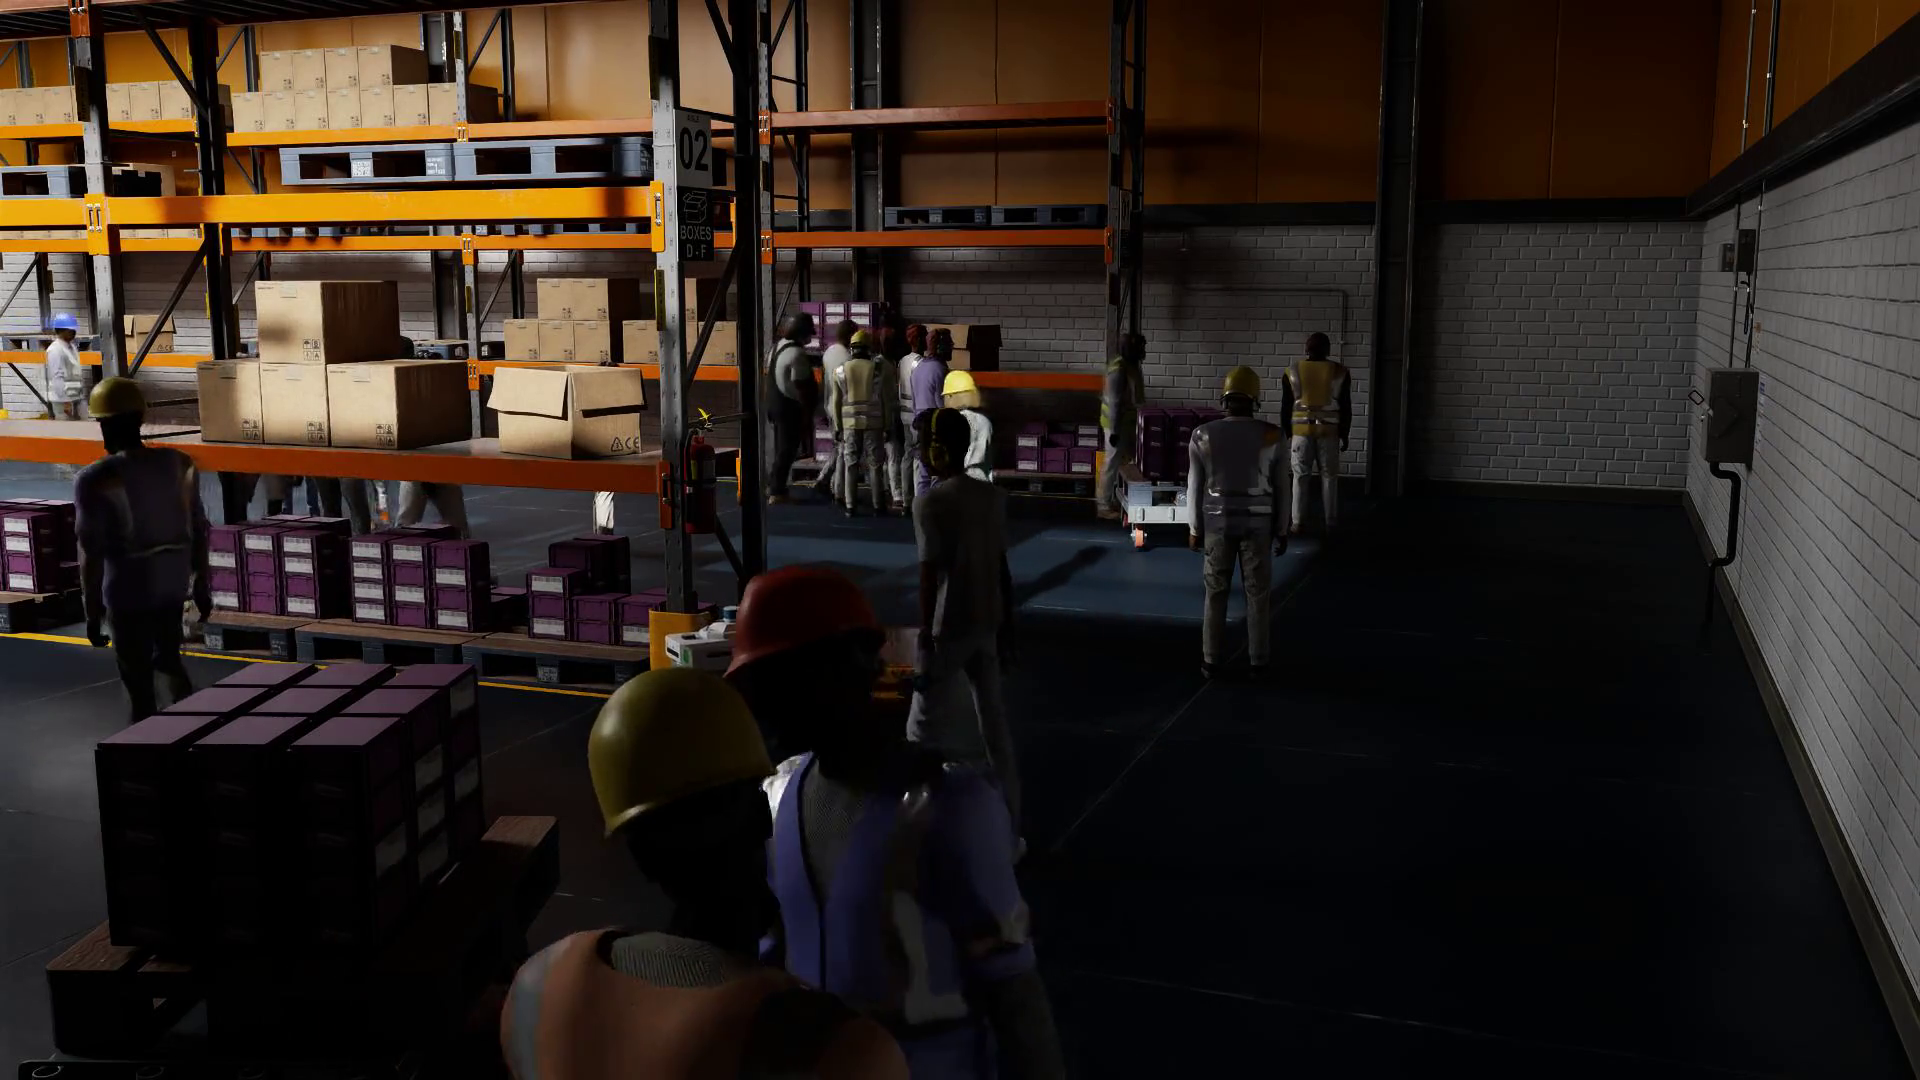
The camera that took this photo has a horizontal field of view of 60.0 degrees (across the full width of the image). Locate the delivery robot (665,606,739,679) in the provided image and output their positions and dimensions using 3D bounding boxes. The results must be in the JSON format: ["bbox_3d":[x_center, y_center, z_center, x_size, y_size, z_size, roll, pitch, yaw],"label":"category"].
[{"bbox_3d":[-1.228,0.602,9.033,0.707,0.478,0.477,-5,10,-29],"label":"delivery robot"}]

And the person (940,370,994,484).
[{"bbox_3d":[0.029,-0.271,11.120,0.375,1.721,0.521,8,12,40],"label":"person"}]

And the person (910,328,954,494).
[{"bbox_3d":[-0.168,-0.859,14.271,0.406,1.911,0.637,-4,10,-26],"label":"person"}]

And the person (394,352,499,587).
[{"bbox_3d":[-3.922,-0.488,12.308,0.947,1.799,0.627,4,10,25],"label":"person"}]

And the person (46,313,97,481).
[{"bbox_3d":[-10.115,-1.622,18.993,0.578,1.926,0.639,-1,9,-7],"label":"person"}]

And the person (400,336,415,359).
[{"bbox_3d":[-6.741,-1.765,19.684,0.614,1.993,0.395,-3,10,-19],"label":"person"}]

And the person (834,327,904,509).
[{"bbox_3d":[-0.857,-1.231,16.829,0.891,1.850,0.586,2,9,13],"label":"person"}]

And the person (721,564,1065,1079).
[{"bbox_3d":[-0.112,0.984,2.825,0.668,1.865,0.372,8,12,42],"label":"person"}]

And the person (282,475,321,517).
[{"bbox_3d":[-6.141,-0.977,15.453,0.525,1.769,0.313,-8,12,-41],"label":"person"}]

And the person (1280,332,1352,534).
[{"bbox_3d":[3.240,-0.968,15.162,0.633,1.842,0.429,2,9,11],"label":"person"}]

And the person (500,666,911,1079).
[{"bbox_3d":[-0.253,1.109,1.961,0.736,1.900,0.404,7,11,38],"label":"person"}]

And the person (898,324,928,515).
[{"bbox_3d":[-0.396,-1.151,16.176,0.355,1.885,0.575,-5,10,-29],"label":"person"}]

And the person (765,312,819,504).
[{"bbox_3d":[-1.723,-1.375,17.090,0.563,2.000,0.728,-4,10,-25],"label":"person"}]

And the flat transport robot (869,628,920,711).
[{"bbox_3d":[-0.476,0.711,9.534,0.652,0.197,1.431,0,9,-1],"label":"flat transport robot"}]

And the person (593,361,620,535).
[{"bbox_3d":[-2.994,-0.698,14.102,0.307,1.636,0.525,-3,9,-18],"label":"person"}]

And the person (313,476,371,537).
[{"bbox_3d":[-4.886,-0.683,13.090,0.629,1.933,0.379,3,9,17],"label":"person"}]

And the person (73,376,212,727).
[{"bbox_3d":[-3.645,0.226,7.438,0.436,1.911,0.617,5,10,29],"label":"person"}]

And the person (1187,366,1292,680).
[{"bbox_3d":[1.623,-0.093,9.694,0.600,1.831,0.404,2,9,12],"label":"person"}]

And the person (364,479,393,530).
[{"bbox_3d":[-5.559,-1.038,15.397,0.655,1.902,0.433,-5,10,-28],"label":"person"}]

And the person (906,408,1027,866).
[{"bbox_3d":[-0.037,0.395,6.643,0.642,1.836,0.601,-8,12,-43],"label":"person"}]

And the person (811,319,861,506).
[{"bbox_3d":[-1.172,-1.282,16.899,0.425,1.922,0.646,-5,10,-28],"label":"person"}]

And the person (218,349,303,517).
[{"bbox_3d":[-5.405,-0.617,12.850,0.678,1.883,0.433,-4,10,-22],"label":"person"}]

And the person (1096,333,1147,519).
[{"bbox_3d":[1.565,-1.090,16.057,0.501,1.811,0.636,4,10,22],"label":"person"}]

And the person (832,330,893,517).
[{"bbox_3d":[-0.947,-1.128,16.225,0.588,1.822,0.403,1,9,4],"label":"person"}]
